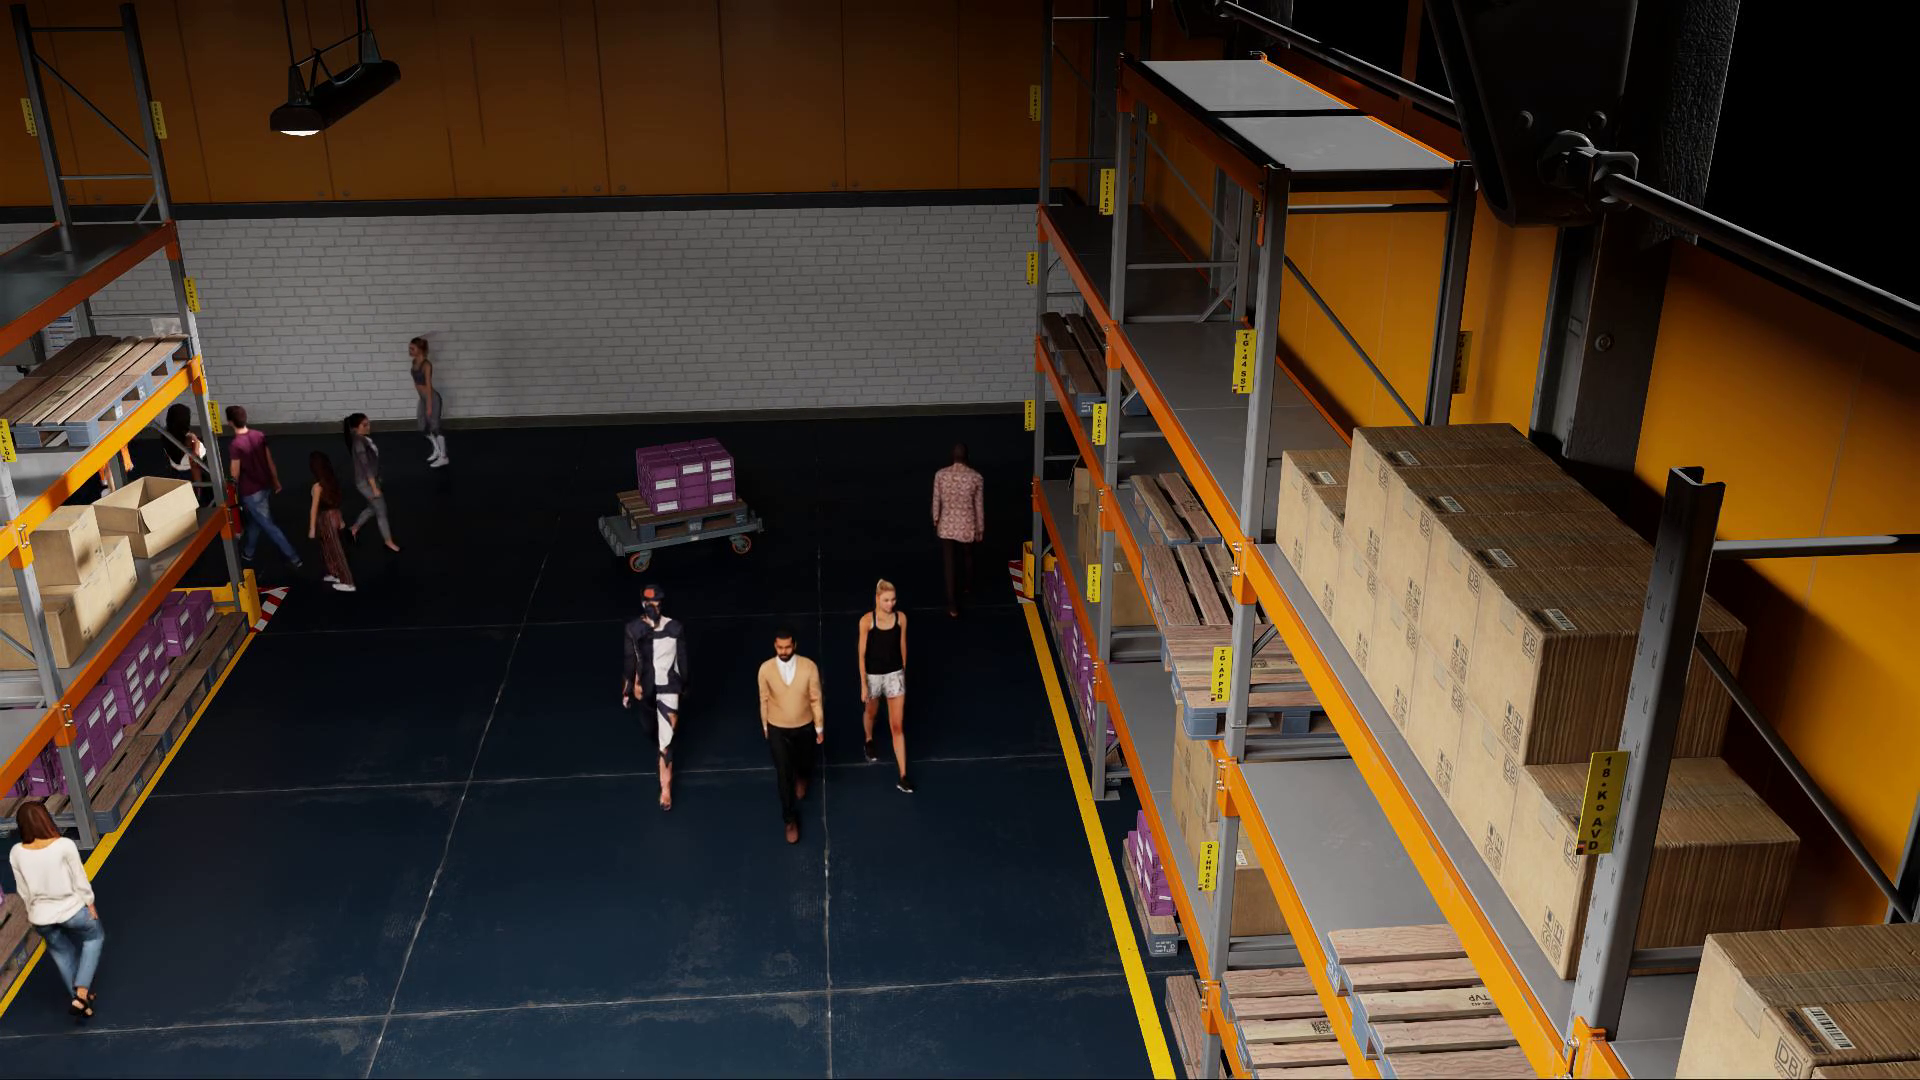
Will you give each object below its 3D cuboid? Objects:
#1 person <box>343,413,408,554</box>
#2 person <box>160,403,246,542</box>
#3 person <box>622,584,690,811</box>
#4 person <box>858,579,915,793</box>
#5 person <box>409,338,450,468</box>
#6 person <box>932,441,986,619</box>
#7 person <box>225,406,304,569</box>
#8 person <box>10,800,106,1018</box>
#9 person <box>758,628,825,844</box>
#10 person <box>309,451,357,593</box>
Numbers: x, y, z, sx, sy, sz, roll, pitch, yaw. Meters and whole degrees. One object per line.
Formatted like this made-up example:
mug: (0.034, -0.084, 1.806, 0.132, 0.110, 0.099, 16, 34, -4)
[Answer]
person: (-6.484, -0.581, 18.025, 0.825, 1.654, 0.882, -9, 25, -20)
person: (-8.313, -0.533, 17.792, 0.937, 1.752, 1.272, 7, 25, 16)
person: (-2.495, 1.201, 13.695, 0.695, 1.857, 1.197, -2, 24, -4)
person: (-0.687, 1.132, 13.938, 0.782, 1.788, 1.246, -7, 25, -15)
person: (-6.505, -1.714, 20.579, 0.735, 1.684, 0.795, 22, 32, 40)
person: (-0.028, -0.074, 16.731, 0.773, 1.761, 1.193, 1, 24, 1)
person: (-7.416, -0.512, 17.686, 0.988, 1.798, 1.217, 7, 24, 15)
person: (-5.949, 2.496, 10.961, 0.617, 1.674, 0.677, -2, 24, -5)
person: (-1.328, 1.456, 13.269, 0.690, 1.730, 1.147, -3, 24, -8)
person: (-6.461, -0.181, 17.238, 0.679, 1.551, 0.645, 3, 24, 7)
